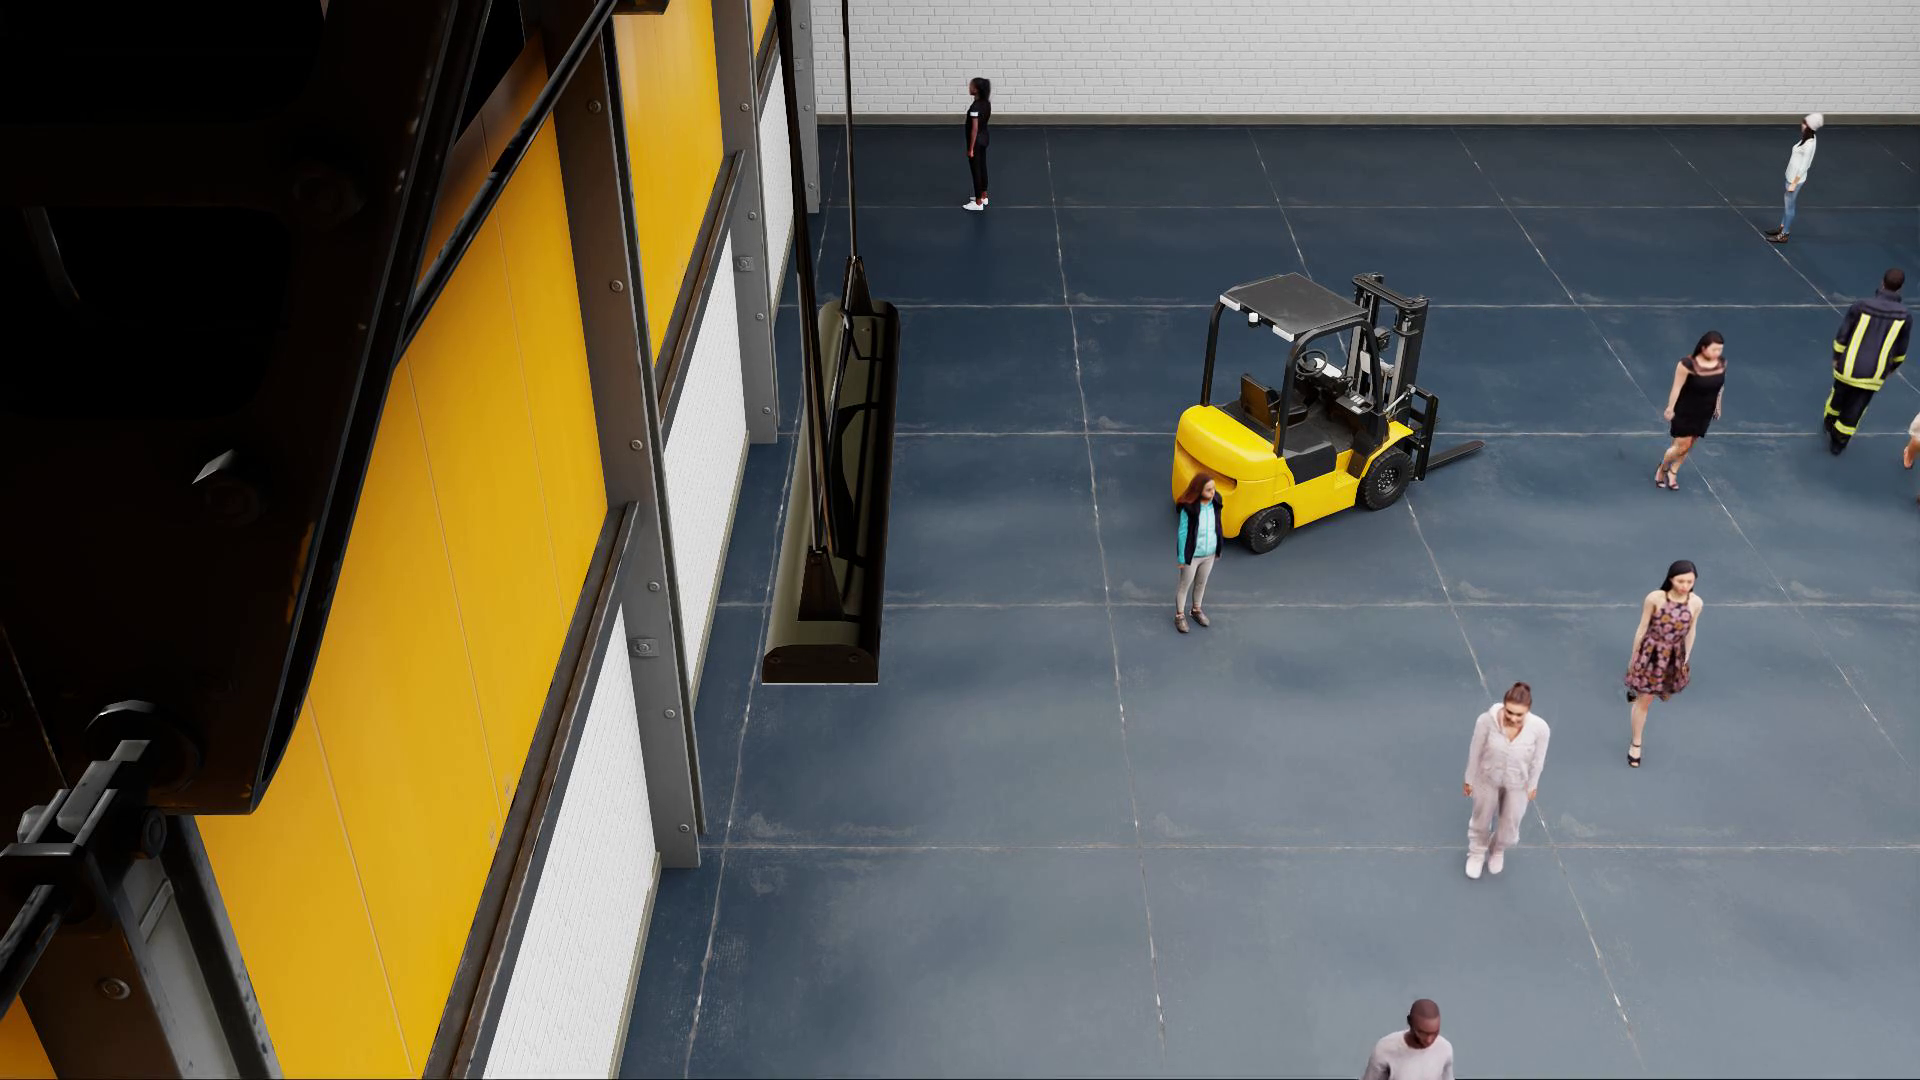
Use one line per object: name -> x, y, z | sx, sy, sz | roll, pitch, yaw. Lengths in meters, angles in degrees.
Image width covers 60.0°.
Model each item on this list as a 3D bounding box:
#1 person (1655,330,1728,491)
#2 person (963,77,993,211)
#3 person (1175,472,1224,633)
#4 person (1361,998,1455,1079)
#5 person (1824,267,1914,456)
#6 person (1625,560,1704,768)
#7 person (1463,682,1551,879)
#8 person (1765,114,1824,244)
person -> 6.866, -1.239, 15.721 | 0.726, 1.704, 0.714 | -10, 35, -15
person -> 0.230, -5.154, 21.588 | 0.755, 1.730, 0.633 | 13, 36, 18
person -> 1.987, 0.082, 13.919 | 0.676, 1.500, 0.709 | -15, 37, -22
person -> 2.381, 3.088, 9.162 | 0.687, 1.758, 0.710 | -4, 34, -6
person -> 8.835, -1.711, 16.255 | 1.072, 1.899, 1.176 | 17, 37, 24
person -> 5.235, 0.869, 12.498 | 0.720, 1.761, 0.955 | 4, 34, 6
person -> 3.745, 1.610, 11.460 | 0.727, 1.677, 0.719 | 11, 35, 16
person -> 10.410, -4.519, 20.707 | 0.690, 1.647, 0.550 | 12, 35, 17
